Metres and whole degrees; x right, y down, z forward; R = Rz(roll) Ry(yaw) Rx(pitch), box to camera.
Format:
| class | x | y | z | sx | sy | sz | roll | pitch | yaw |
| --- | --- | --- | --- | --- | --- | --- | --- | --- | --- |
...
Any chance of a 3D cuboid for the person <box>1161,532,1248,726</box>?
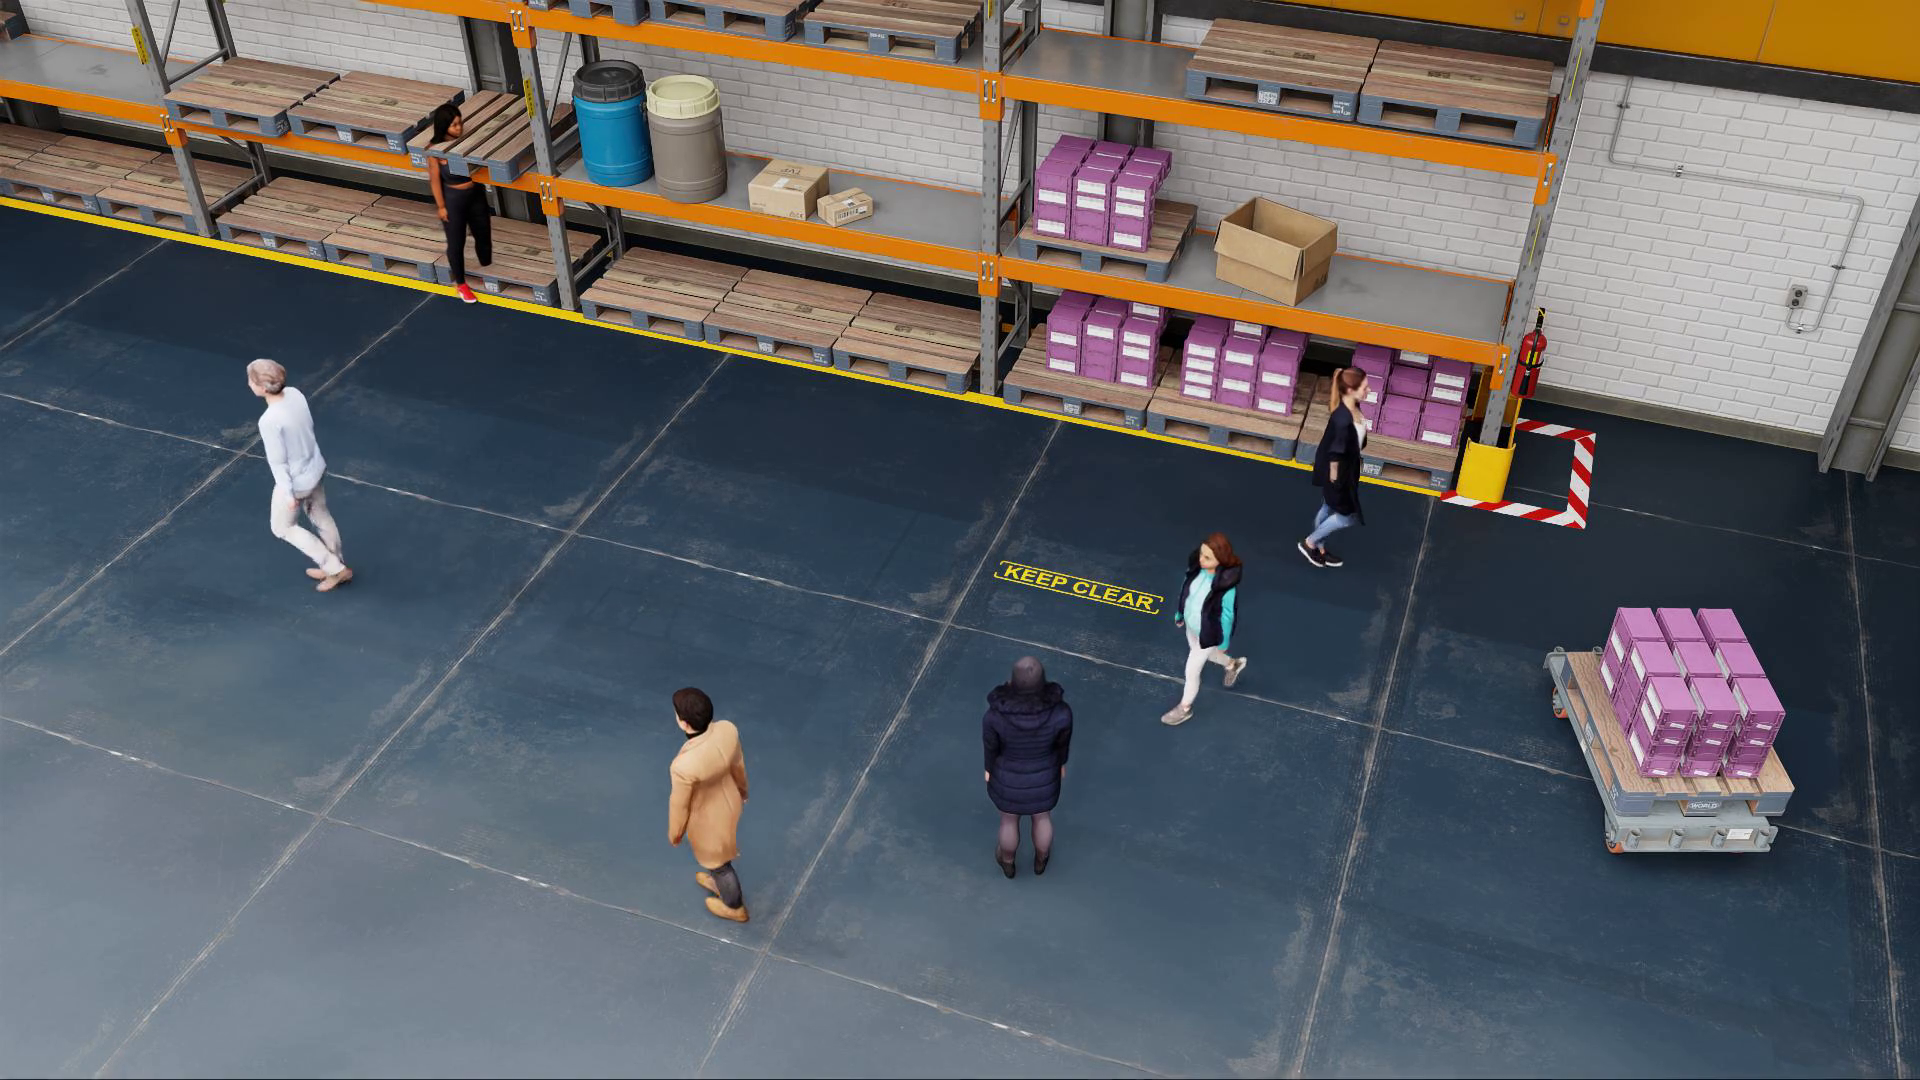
| class | x | y | z | sx | sy | sz | roll | pitch | yaw |
| --- | --- | --- | --- | --- | --- | --- | --- | --- | --- |
| person | 1.604 | 0.514 | 10.548 | 0.964 | 1.485 | 0.919 | -19 | 42 | -22 |

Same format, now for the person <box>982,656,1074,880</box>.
| class | x | y | z | sx | sy | sz | roll | pitch | yaw |
| --- | --- | --- | --- | --- | --- | --- | --- | --- | --- |
| person | 0.372 | 1.297 | 9.415 | 0.742 | 1.675 | 0.842 | -4 | 39 | -5 |

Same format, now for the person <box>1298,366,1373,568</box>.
| class | x | y | z | sx | sy | sz | roll | pitch | yaw |
| --- | --- | --- | --- | --- | --- | --- | --- | --- | --- |
| person | 2.564 | -0.501 | 11.665 | 0.648 | 1.677 | 0.603 | 13 | 41 | 16 |

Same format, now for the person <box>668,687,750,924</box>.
| class | x | y | z | sx | sy | sz | roll | pitch | yaw |
| --- | --- | --- | --- | --- | --- | --- | --- | --- | --- |
| person | -1.296 | 1.509 | 9.118 | 0.738 | 1.716 | 0.723 | 20 | 43 | 23 |

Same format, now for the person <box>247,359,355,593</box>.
| class | x | y | z | sx | sy | sz | roll | pitch | yaw |
| --- | --- | --- | --- | --- | --- | --- | --- | --- | --- |
| person | -4.441 | -0.421 | 11.403 | 0.749 | 1.880 | 0.716 | 6 | 39 | 8 |

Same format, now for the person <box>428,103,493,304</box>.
| class | x | y | z | sx | sy | sz | roll | pitch | yaw |
| --- | --- | --- | --- | --- | --- | --- | --- | --- | --- |
| person | -4.401 | -3.004 | 14.689 | 0.753 | 1.815 | 0.756 | 30 | 47 | 32 |
